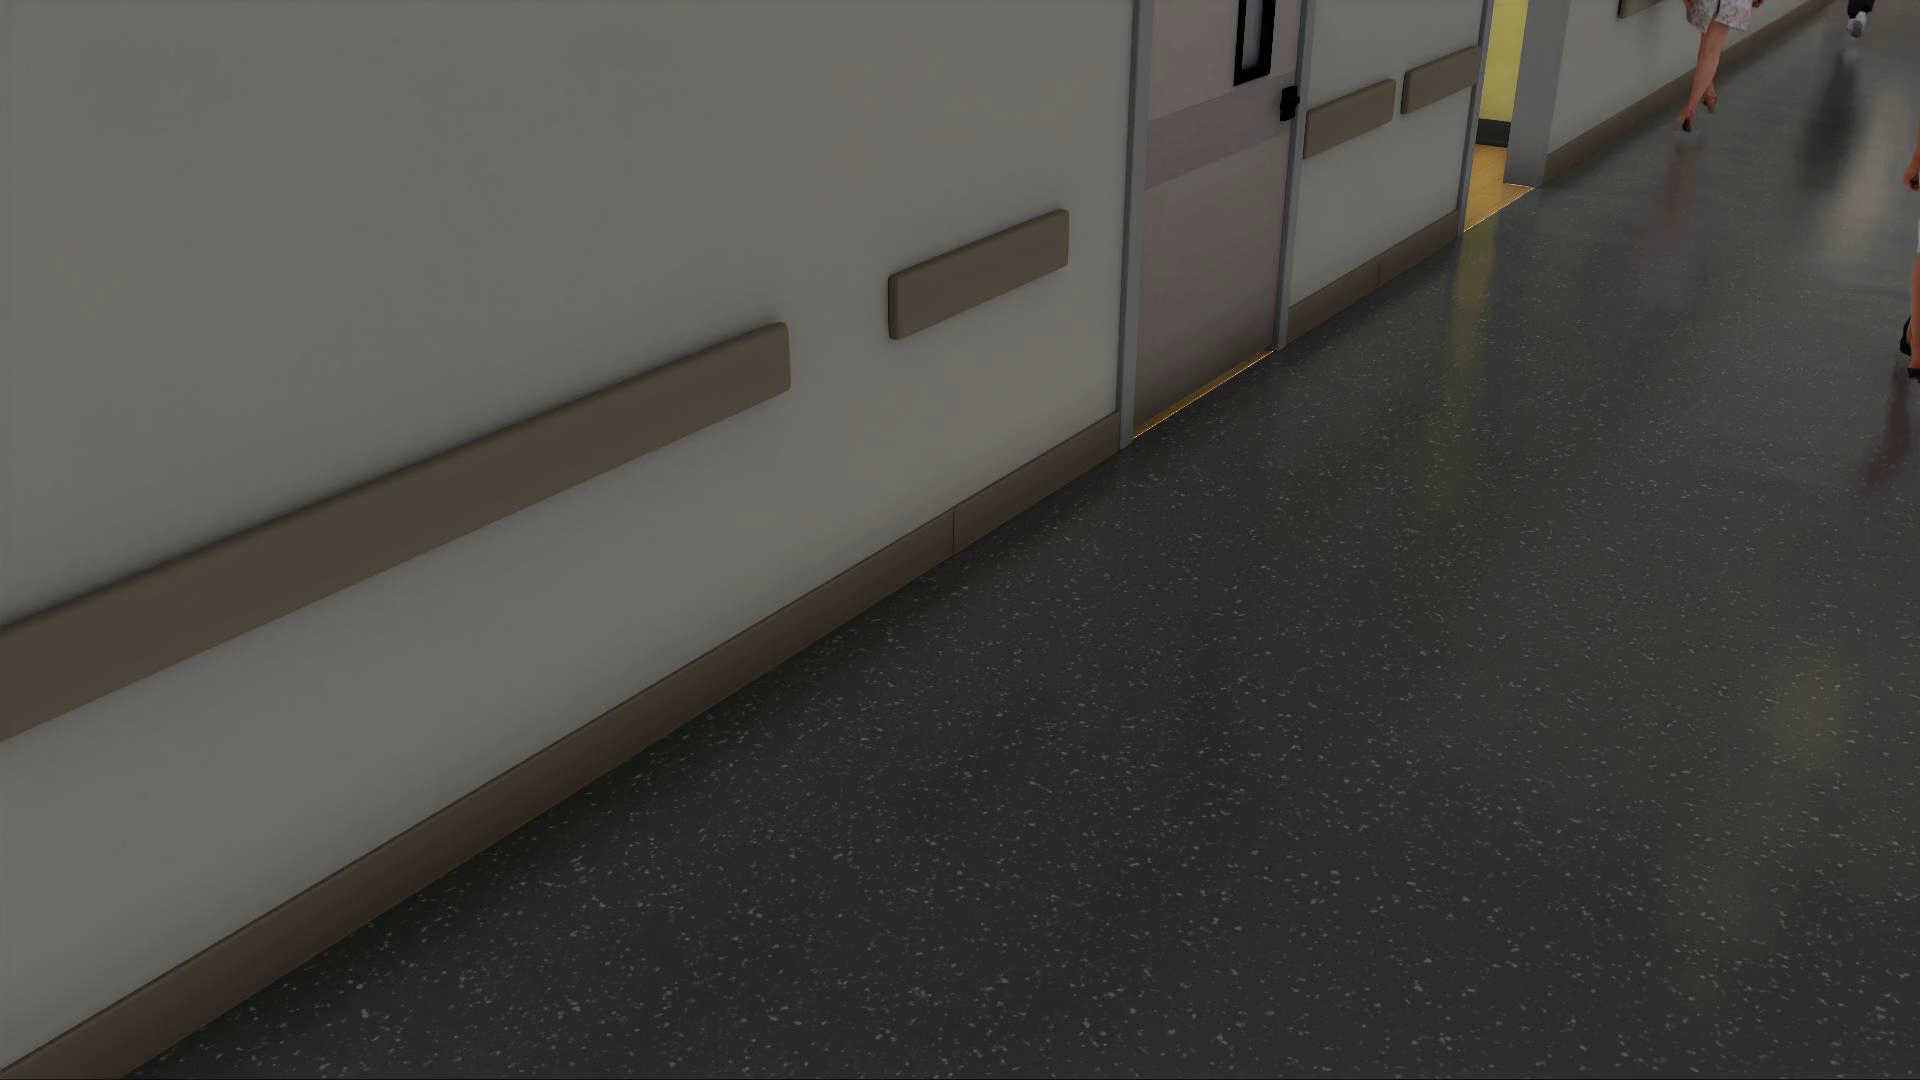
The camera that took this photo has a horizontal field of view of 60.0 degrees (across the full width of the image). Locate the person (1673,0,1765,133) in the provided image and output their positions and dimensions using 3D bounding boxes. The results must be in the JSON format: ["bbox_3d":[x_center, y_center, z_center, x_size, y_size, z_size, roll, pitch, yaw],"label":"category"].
[{"bbox_3d":[4.839,-3.438,10.588,1.134,1.716,0.716,15,30,29],"label":"person"}]
